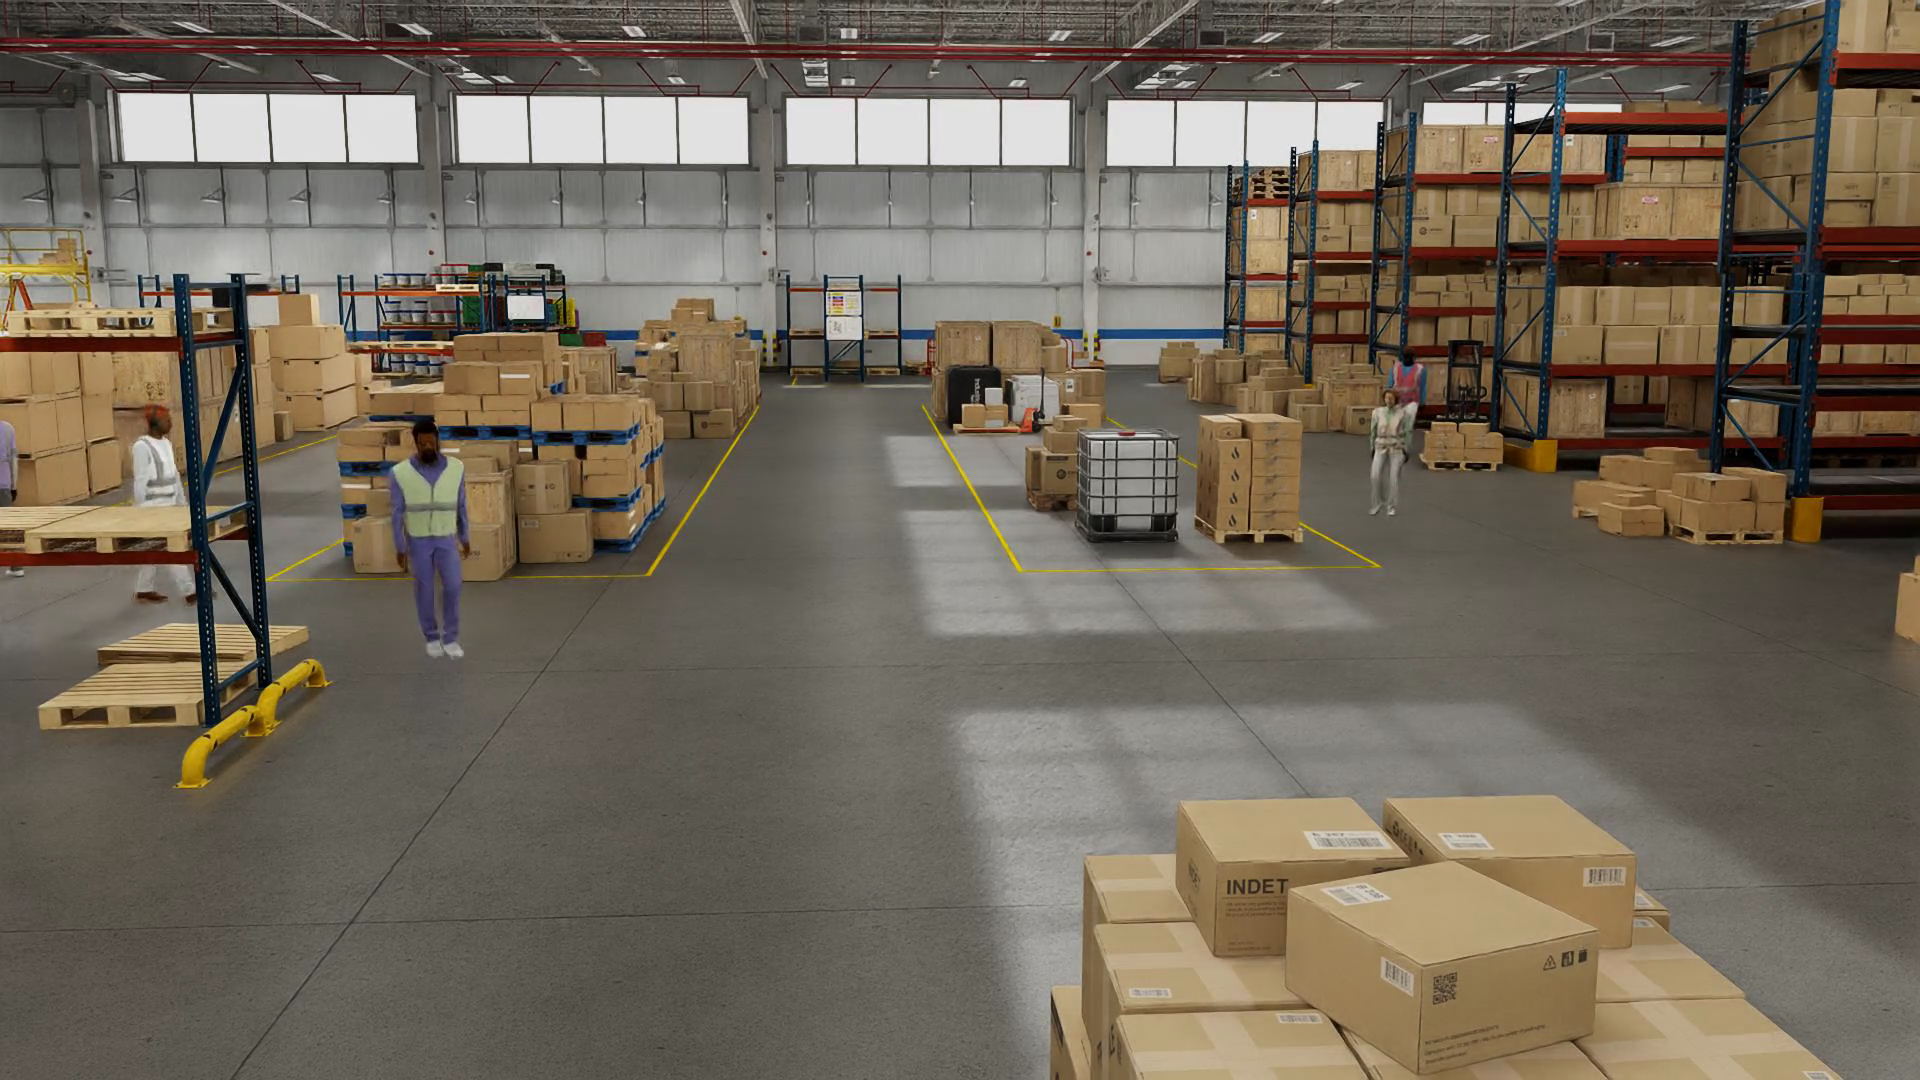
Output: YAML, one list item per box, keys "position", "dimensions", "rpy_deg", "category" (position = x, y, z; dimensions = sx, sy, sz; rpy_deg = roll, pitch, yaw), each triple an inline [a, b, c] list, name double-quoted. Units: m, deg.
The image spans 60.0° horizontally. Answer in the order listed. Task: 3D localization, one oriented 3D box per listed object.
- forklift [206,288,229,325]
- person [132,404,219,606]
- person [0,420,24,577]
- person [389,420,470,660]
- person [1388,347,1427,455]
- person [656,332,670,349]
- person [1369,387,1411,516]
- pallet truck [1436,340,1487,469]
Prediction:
- position: [-16.881, -4.465, 38.064]
  dimensions: [1.873, 2.768, 1.129]
  rpy_deg: [-3, 10, -20]
  category: "forklift"
- position: [-7.246, -0.315, 15.223]
  dimensions: [0.811, 1.850, 0.604]
  rpy_deg: [-1, 9, -4]
  category: "person"
- position: [-9.679, -0.552, 16.546]
  dimensions: [0.416, 1.913, 0.599]
  rpy_deg: [5, 11, 31]
  category: "person"
- position: [-4.118, 0.013, 13.025]
  dimensions: [0.614, 1.890, 0.694]
  rpy_deg: [-5, 10, -29]
  category: "person"
- position: [7.576, -2.367, 28.191]
  dimensions: [0.637, 1.826, 0.696]
  rpy_deg: [5, 10, 27]
  category: "person"
- position: [-7.272, -4.272, 40.757]
  dimensions: [0.548, 1.621, 0.376]
  rpy_deg: [6, 11, 34]
  category: "person"
- position: [5.368, -1.089, 20.813]
  dimensions: [0.518, 1.624, 0.541]
  rpy_deg: [4, 10, 24]
  category: "person"
- position: [8.004, -2.170, 26.422]
  dimensions: [0.823, 1.965, 1.885]
  rpy_deg: [2, 9, 14]
  category: "pallet truck"
